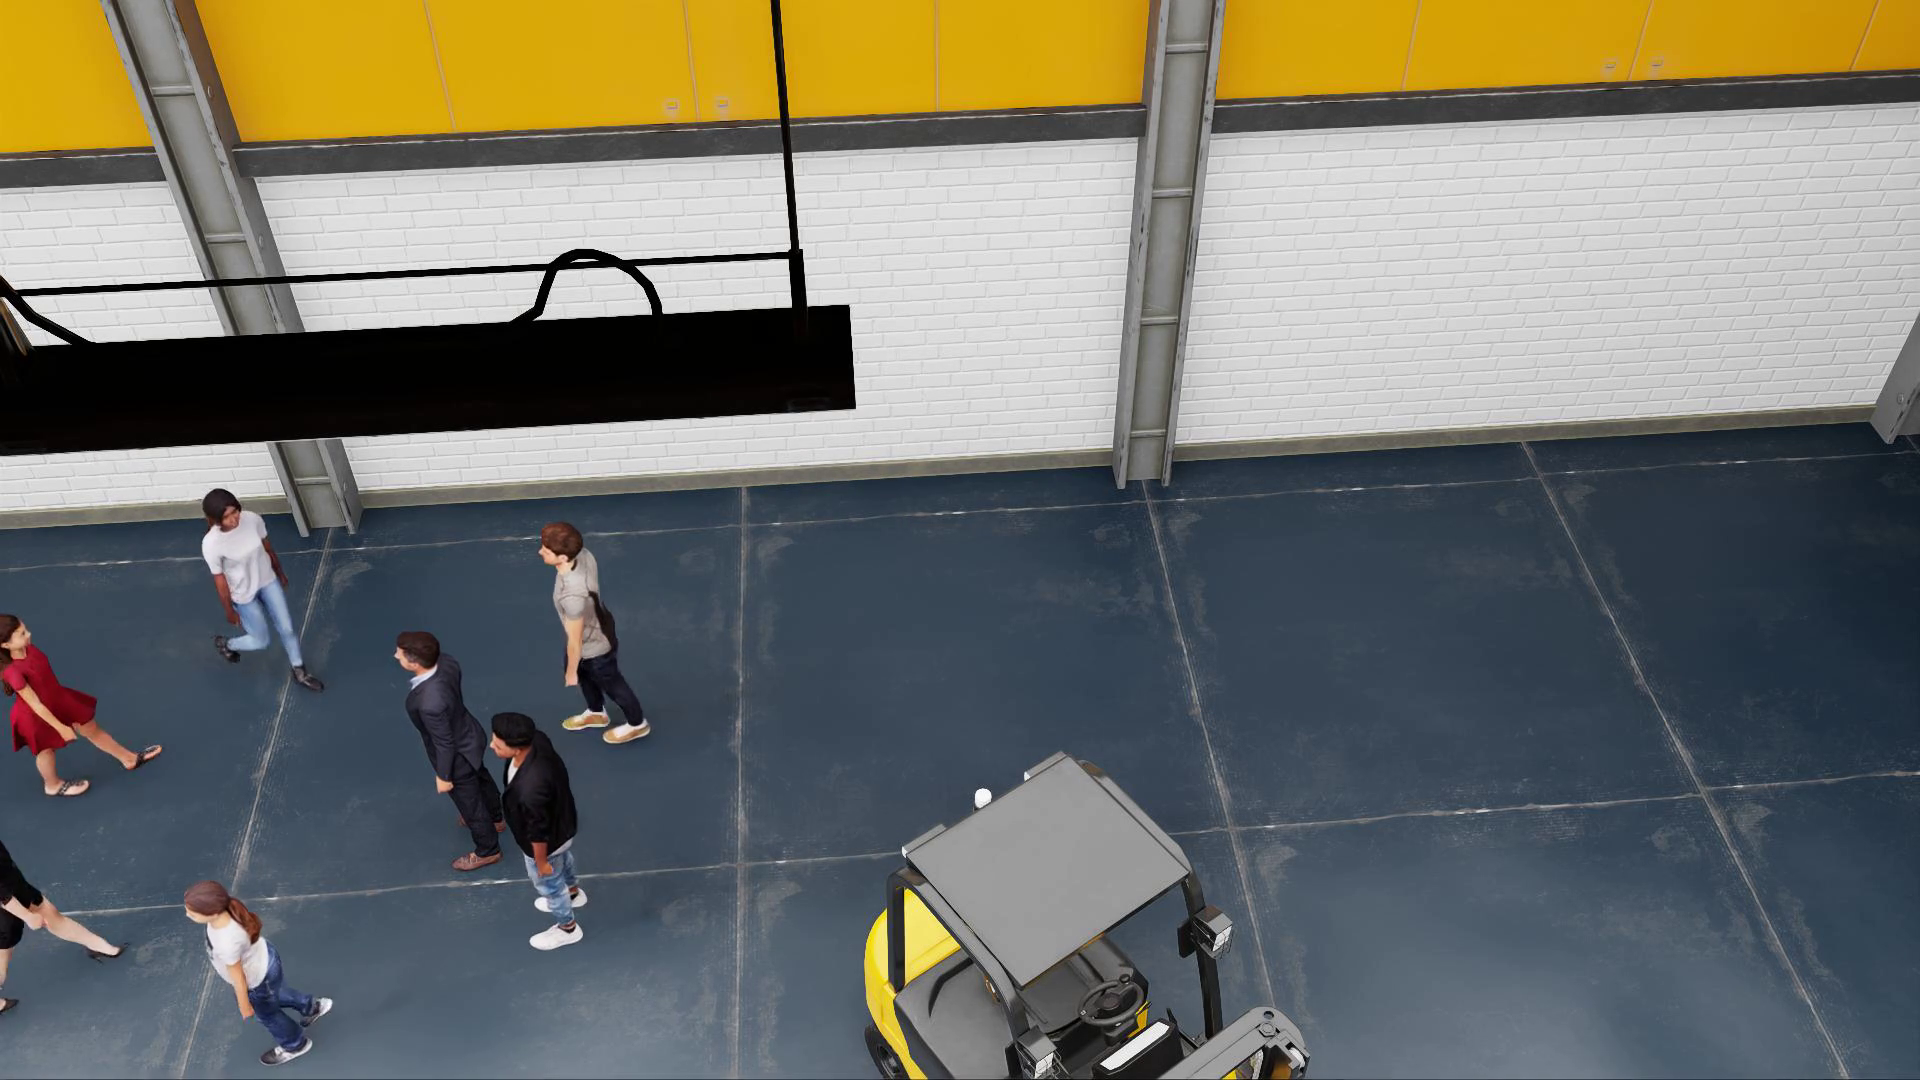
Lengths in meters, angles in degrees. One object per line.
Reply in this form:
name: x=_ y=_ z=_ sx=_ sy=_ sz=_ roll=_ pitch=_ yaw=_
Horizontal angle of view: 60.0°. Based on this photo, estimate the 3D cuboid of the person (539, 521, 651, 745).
person: x=-2.154 y=0.571 z=10.103 sx=0.797 sy=1.879 sz=0.730 roll=-8 pitch=44 yaw=-8

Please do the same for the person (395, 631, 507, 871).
person: x=-2.890 y=1.182 z=9.470 sx=0.570 sy=1.868 sz=0.615 roll=-4 pitch=44 yaw=-4

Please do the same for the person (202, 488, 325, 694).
person: x=-4.526 y=0.306 z=10.510 sx=1.035 sy=1.701 sz=0.895 roll=21 pitch=47 yaw=20

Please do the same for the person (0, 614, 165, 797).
person: x=-5.532 y=1.019 z=9.890 sx=0.976 sy=1.524 sz=0.661 roll=-10 pitch=45 yaw=-10

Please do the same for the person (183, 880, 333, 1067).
person: x=-3.605 y=2.204 z=8.625 sx=0.739 sy=1.553 sz=0.650 roll=-16 pitch=46 yaw=-16

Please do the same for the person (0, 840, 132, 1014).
person: x=-5.144 y=1.982 z=8.786 sx=1.120 sy=1.653 sz=0.916 roll=-24 pitch=49 yaw=-23

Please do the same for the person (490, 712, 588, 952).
person: x=-2.261 y=1.540 z=9.139 sx=0.650 sy=1.805 sz=0.712 roll=-7 pitch=44 yaw=-7
